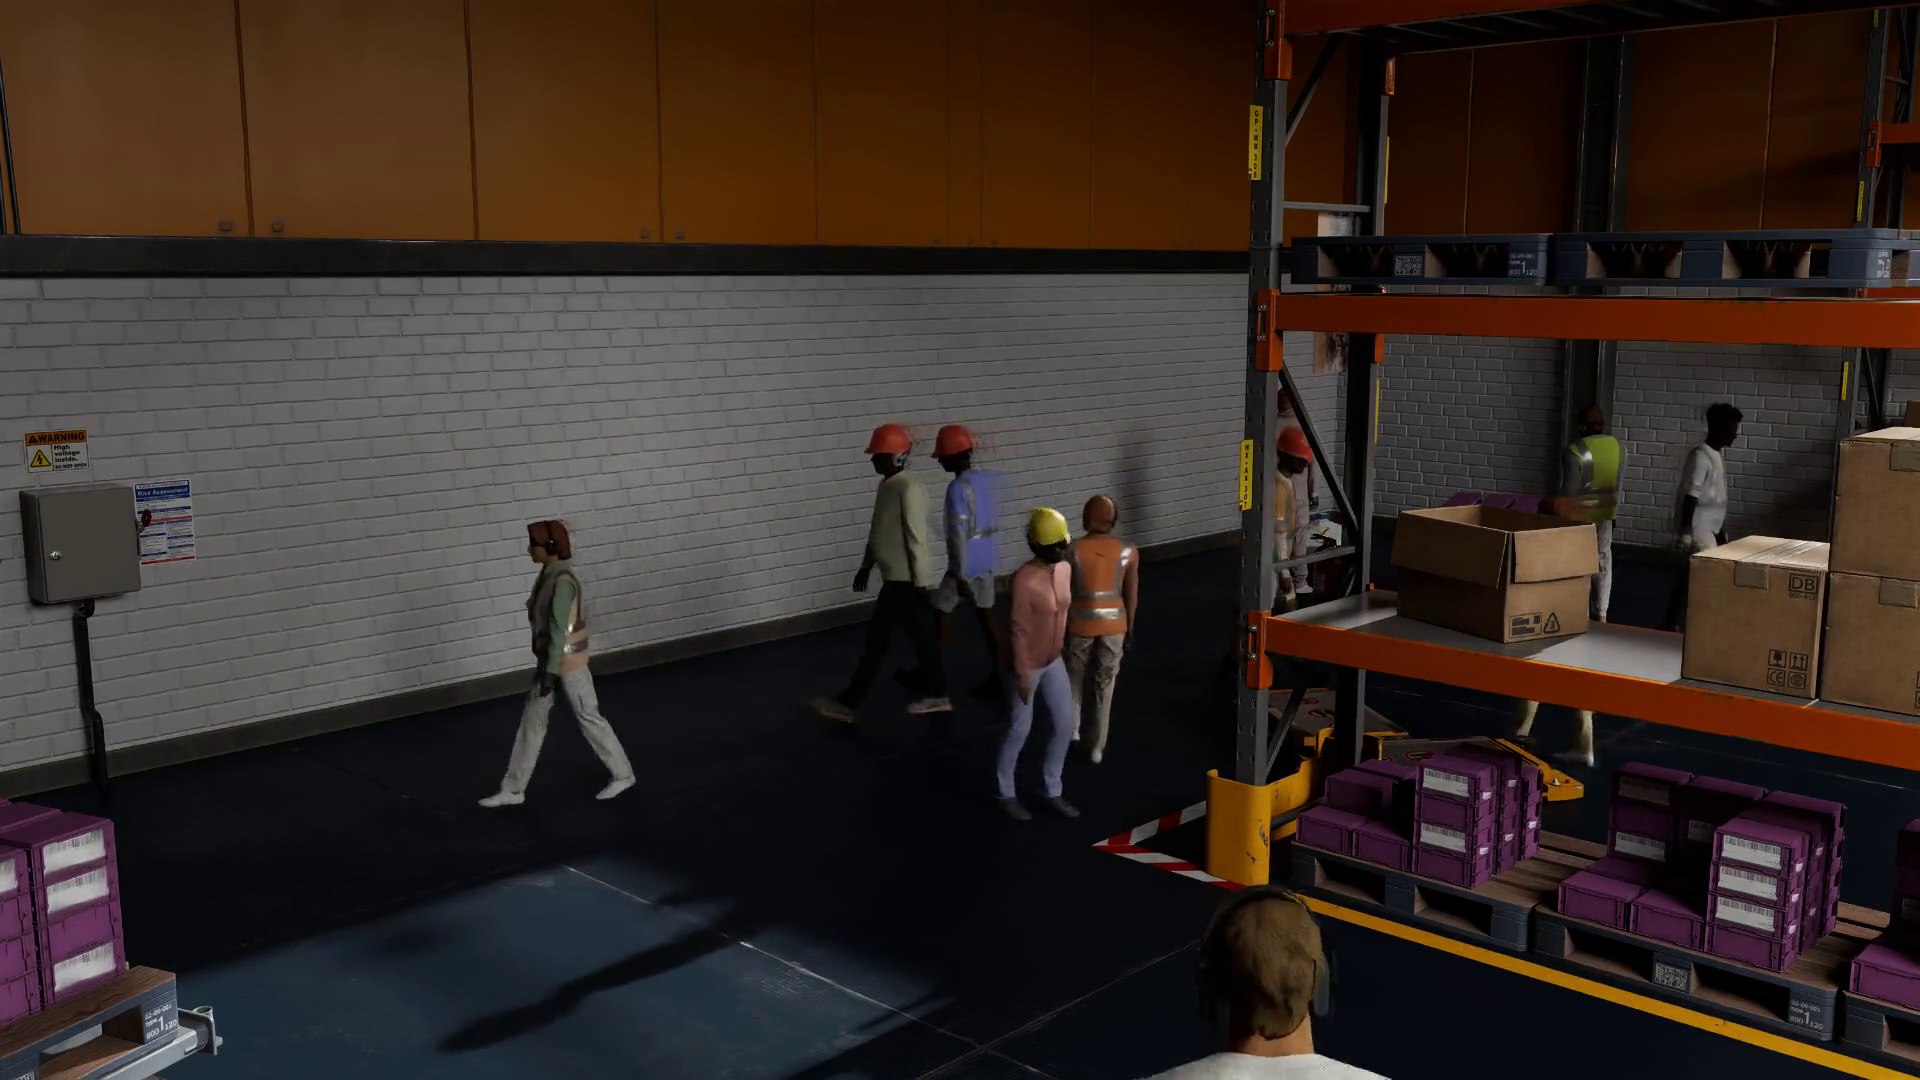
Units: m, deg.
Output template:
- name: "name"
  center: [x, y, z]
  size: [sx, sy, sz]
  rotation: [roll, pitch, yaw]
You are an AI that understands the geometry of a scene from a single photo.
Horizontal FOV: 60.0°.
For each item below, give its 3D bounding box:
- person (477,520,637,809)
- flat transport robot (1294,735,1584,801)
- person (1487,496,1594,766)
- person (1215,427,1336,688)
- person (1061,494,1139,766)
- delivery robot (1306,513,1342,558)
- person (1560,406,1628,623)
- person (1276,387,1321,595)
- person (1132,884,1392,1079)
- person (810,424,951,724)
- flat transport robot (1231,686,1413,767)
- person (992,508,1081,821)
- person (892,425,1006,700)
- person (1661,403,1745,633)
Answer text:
- name: "person"
  center: [-2.185, 0.681, 9.106]
  size: [0.860, 1.596, 0.528]
  rotation: [-5, 11, -29]
- name: "flat transport robot"
  center: [2.678, 1.301, 9.348]
  size: [1.431, 0.197, 0.652]
  rotation: [-2, 9, -10]
- name: "person"
  center: [3.530, 0.536, 9.977]
  size: [0.683, 1.600, 0.520]
  rotation: [9, 13, 43]
- name: "person"
  center: [2.197, 0.139, 11.576]
  size: [0.854, 1.874, 0.634]
  rotation: [2, 10, 15]
- name: "person"
  center: [0.802, 0.536, 9.924]
  size: [0.516, 1.623, 0.389]
  rotation: [0, 9, 2]
- name: "delivery robot"
  center: [3.550, -0.025, 16.324]
  size: [0.707, 0.478, 0.477]
  rotation: [-2, 10, -15]
- name: "person"
  center: [5.151, -0.185, 13.679]
  size: [0.620, 1.837, 0.429]
  rotation: [-4, 10, -23]
- name: "person"
  center: [2.957, -0.447, 15.084]
  size: [0.639, 1.903, 0.409]
  rotation: [4, 10, 24]
- name: "person"
  center: [0.521, 1.533, 2.878]
  size: [0.649, 1.920, 0.440]
  rotation: [1, 9, 7]
- name: "person"
  center: [-0.503, 0.220, 10.852]
  size: [1.019, 1.940, 0.620]
  rotation: [-2, 10, -14]
- name: "flat transport robot"
  center: [2.226, 1.145, 10.306]
  size: [0.652, 0.197, 1.431]
  rotation: [-2, 9, -10]
- name: "person"
  center: [0.387, 0.666, 8.782]
  size: [0.589, 1.726, 0.540]
  rotation: [8, 13, 42]
- name: "person"
  center: [-0.053, 0.151, 11.423]
  size: [0.907, 1.888, 0.557]
  rotation: [5, 10, 27]
- name: "person"
  center: [5.763, -0.073, 12.686]
  size: [0.796, 1.928, 0.635]
  rotation: [6, 11, 34]
